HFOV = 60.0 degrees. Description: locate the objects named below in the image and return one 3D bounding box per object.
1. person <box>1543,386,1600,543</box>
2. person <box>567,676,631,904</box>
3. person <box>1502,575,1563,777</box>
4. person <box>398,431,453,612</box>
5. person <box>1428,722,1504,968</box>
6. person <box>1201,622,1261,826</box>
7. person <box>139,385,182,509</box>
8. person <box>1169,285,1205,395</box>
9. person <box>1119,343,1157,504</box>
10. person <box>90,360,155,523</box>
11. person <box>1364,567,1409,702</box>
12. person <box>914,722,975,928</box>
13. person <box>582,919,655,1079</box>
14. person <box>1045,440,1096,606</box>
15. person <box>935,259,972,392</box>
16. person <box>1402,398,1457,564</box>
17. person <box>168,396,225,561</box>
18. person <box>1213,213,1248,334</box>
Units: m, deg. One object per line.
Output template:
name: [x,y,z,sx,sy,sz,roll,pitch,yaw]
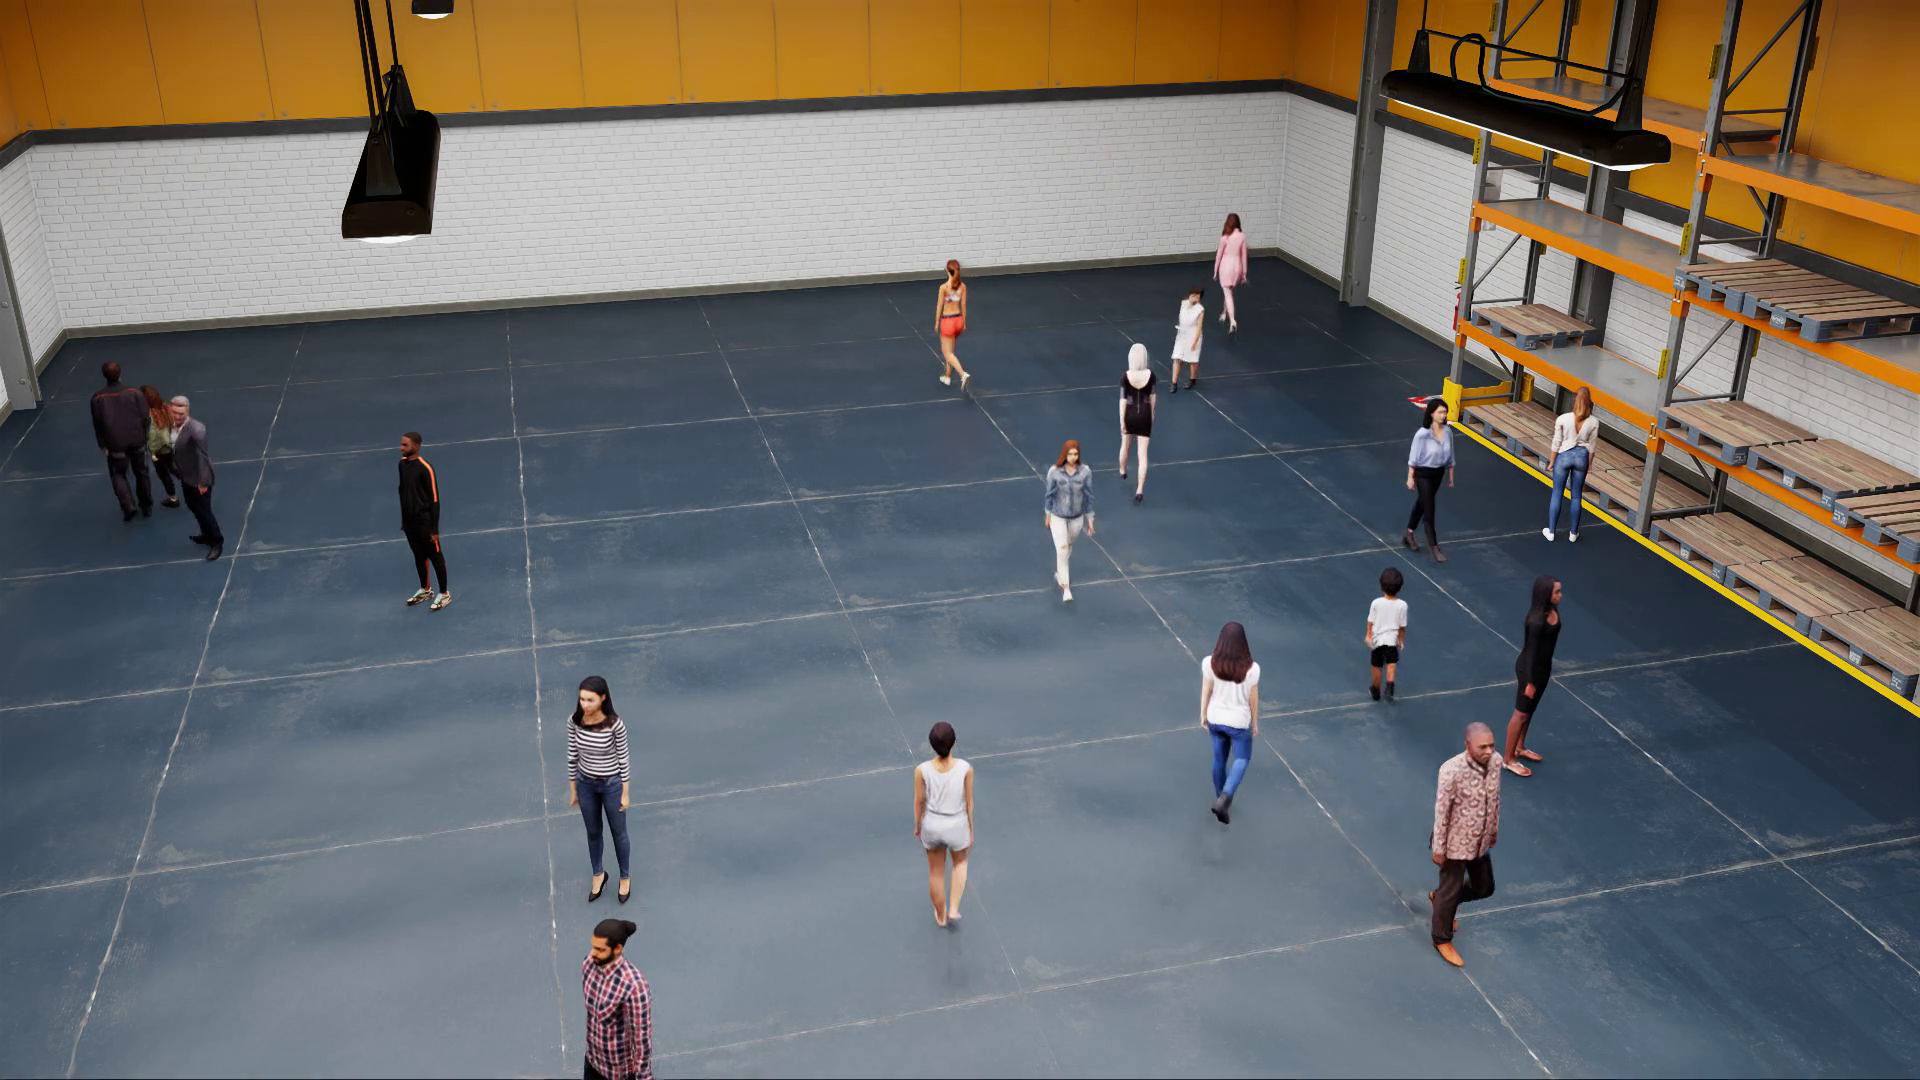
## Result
person: [6.527,-0.815,17.753,0.687,1.720,0.665,4,24,8]
person: [-2.532,1.763,11.759,0.638,1.797,0.603,3,24,7]
person: [4.633,1.073,13.432,0.695,1.722,0.668,17,29,34]
person: [-5.260,-0.208,16.253,0.688,1.808,0.745,13,27,27]
person: [3.362,1.984,11.263,0.771,1.789,0.826,-11,26,-23]
person: [2.029,1.443,12.645,0.897,1.674,0.967,12,26,25]
person: [-8.827,-1.027,18.560,0.838,1.462,0.803,7,25,17]
person: [3.090,-2.710,22.361,0.964,1.501,0.933,-22,32,-40]
person: [2.023,-1.289,18.760,0.780,1.781,1.215,-1,24,-2]
person: [-9.101,-1.051,18.157,0.873,1.828,0.974,-13,27,-27]
person: [3.723,0.858,14.512,0.549,1.250,0.590,1,24,1]
person: [-0.102,2.015,11.421,0.637,1.605,0.634,1,24,1]
person: [-1.859,2.848,9.335,1.135,1.750,1.127,18,29,35]
person: [1.043,-0.238,16.516,0.694,1.652,1.122,-4,24,-8]
person: [-0.083,-2.853,22.355,0.801,1.767,1.118,-14,27,-30]
person: [4.853,-0.665,17.418,0.786,1.712,1.080,-11,26,-23]
person: [-7.981,-0.687,17.356,1.031,1.803,0.878,-18,30,-36]
person: [4.060,-3.936,24.845,0.679,1.757,1.154,-4,24,-10]
